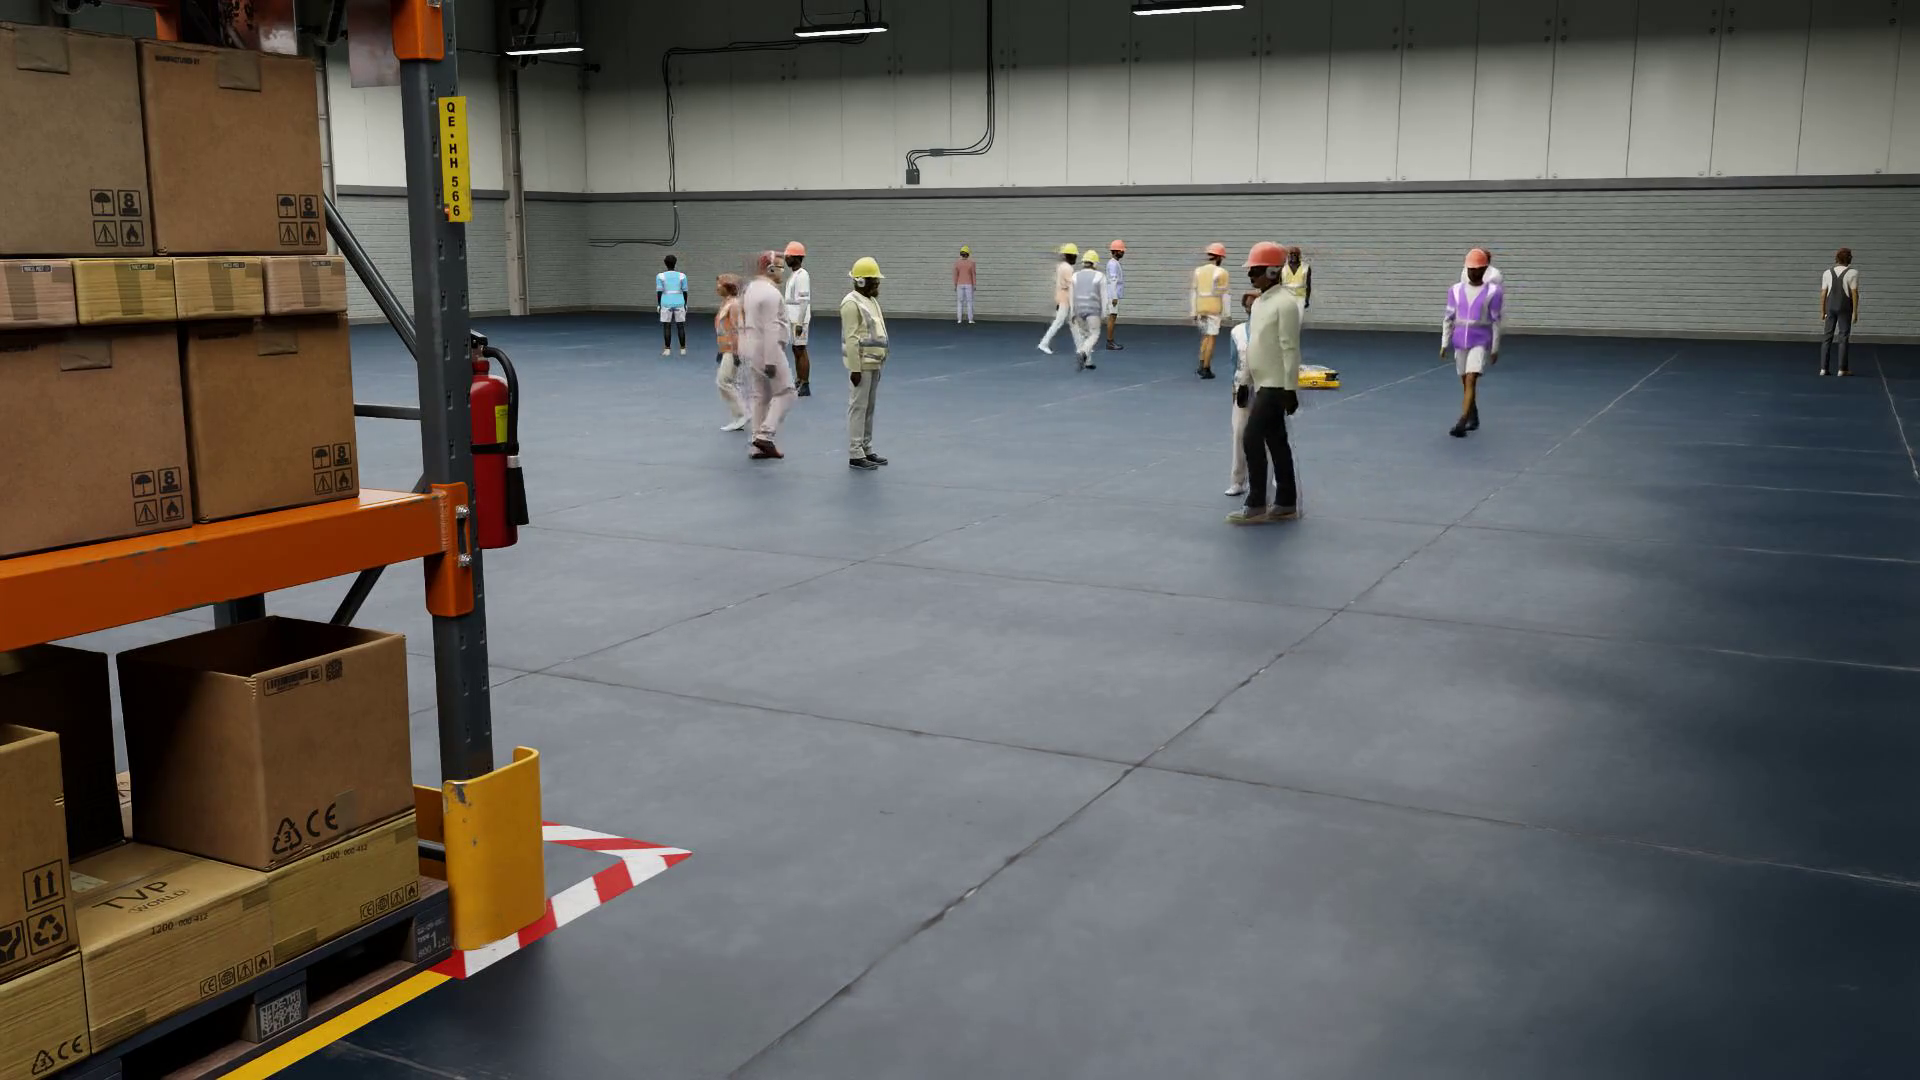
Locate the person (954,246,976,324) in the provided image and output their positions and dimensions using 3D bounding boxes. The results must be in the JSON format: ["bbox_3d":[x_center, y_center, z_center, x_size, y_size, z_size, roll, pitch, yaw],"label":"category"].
[{"bbox_3d":[0.115,-5.819,38.023,0.524,1.769,0.315,2,11,12],"label":"person"}]

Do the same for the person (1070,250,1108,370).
[{"bbox_3d":[1.887,-3.397,24.710,0.598,1.812,0.679,6,12,28],"label":"person"}]

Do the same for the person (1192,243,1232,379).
[{"bbox_3d":[3.566,-3.235,23.530,0.560,1.911,0.552,-10,14,-42],"label":"person"}]

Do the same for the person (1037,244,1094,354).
[{"bbox_3d":[1.780,-4.105,28.361,0.978,1.886,0.609,-1,10,-6],"label":"person"}]

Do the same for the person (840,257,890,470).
[{"bbox_3d":[-0.819,-1.534,14.481,0.404,1.828,0.600,3,11,15],"label":"person"}]

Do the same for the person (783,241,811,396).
[{"bbox_3d":[-2.069,-2.785,21.003,0.350,1.942,0.545,-4,11,-19],"label":"person"}]

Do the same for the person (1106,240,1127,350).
[{"bbox_3d":[2.772,-4.346,29.525,0.371,1.935,0.551,1,10,6],"label":"person"}]

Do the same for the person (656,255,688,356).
[{"bbox_3d":[-4.821,-3.924,27.871,0.540,1.698,0.317,-4,11,-19],"label":"person"}]

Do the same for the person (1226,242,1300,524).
[{"bbox_3d":[2.107,-1.095,11.705,0.741,1.964,0.649,-2,11,-9],"label":"person"}]

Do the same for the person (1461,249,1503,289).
[{"bbox_3d":[7.841,-3.480,25.122,0.637,1.820,0.530,7,12,33],"label":"person"}]

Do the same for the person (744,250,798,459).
[{"bbox_3d":[-1.699,-1.661,15.036,0.466,1.885,0.639,-6,12,-28],"label":"person"}]

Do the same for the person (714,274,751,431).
[{"bbox_3d":[-2.381,-1.920,17.132,0.360,1.629,0.513,-3,11,-15],"label":"person"}]

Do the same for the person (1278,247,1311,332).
[{"bbox_3d":[6.005,-4.374,30.000,0.633,1.820,0.721,2,11,11],"label":"person"}]

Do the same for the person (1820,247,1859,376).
[{"bbox_3d":[12.679,-3.284,23.985,0.344,1.847,0.504,-9,14,-41],"label":"person"}]

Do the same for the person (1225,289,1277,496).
[{"bbox_3d":[2.378,-1.176,13.121,0.513,1.611,0.782,7,12,33],"label":"person"}]

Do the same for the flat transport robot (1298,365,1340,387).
[{"bbox_3d":[4.671,-2.230,22.531,0.652,0.197,1.431,0,10,1],"label":"flat transport robot"}]

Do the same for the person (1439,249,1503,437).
[{"bbox_3d":[5.227,-2.012,16.963,0.545,1.890,1.037,8,13,37],"label":"person"}]
